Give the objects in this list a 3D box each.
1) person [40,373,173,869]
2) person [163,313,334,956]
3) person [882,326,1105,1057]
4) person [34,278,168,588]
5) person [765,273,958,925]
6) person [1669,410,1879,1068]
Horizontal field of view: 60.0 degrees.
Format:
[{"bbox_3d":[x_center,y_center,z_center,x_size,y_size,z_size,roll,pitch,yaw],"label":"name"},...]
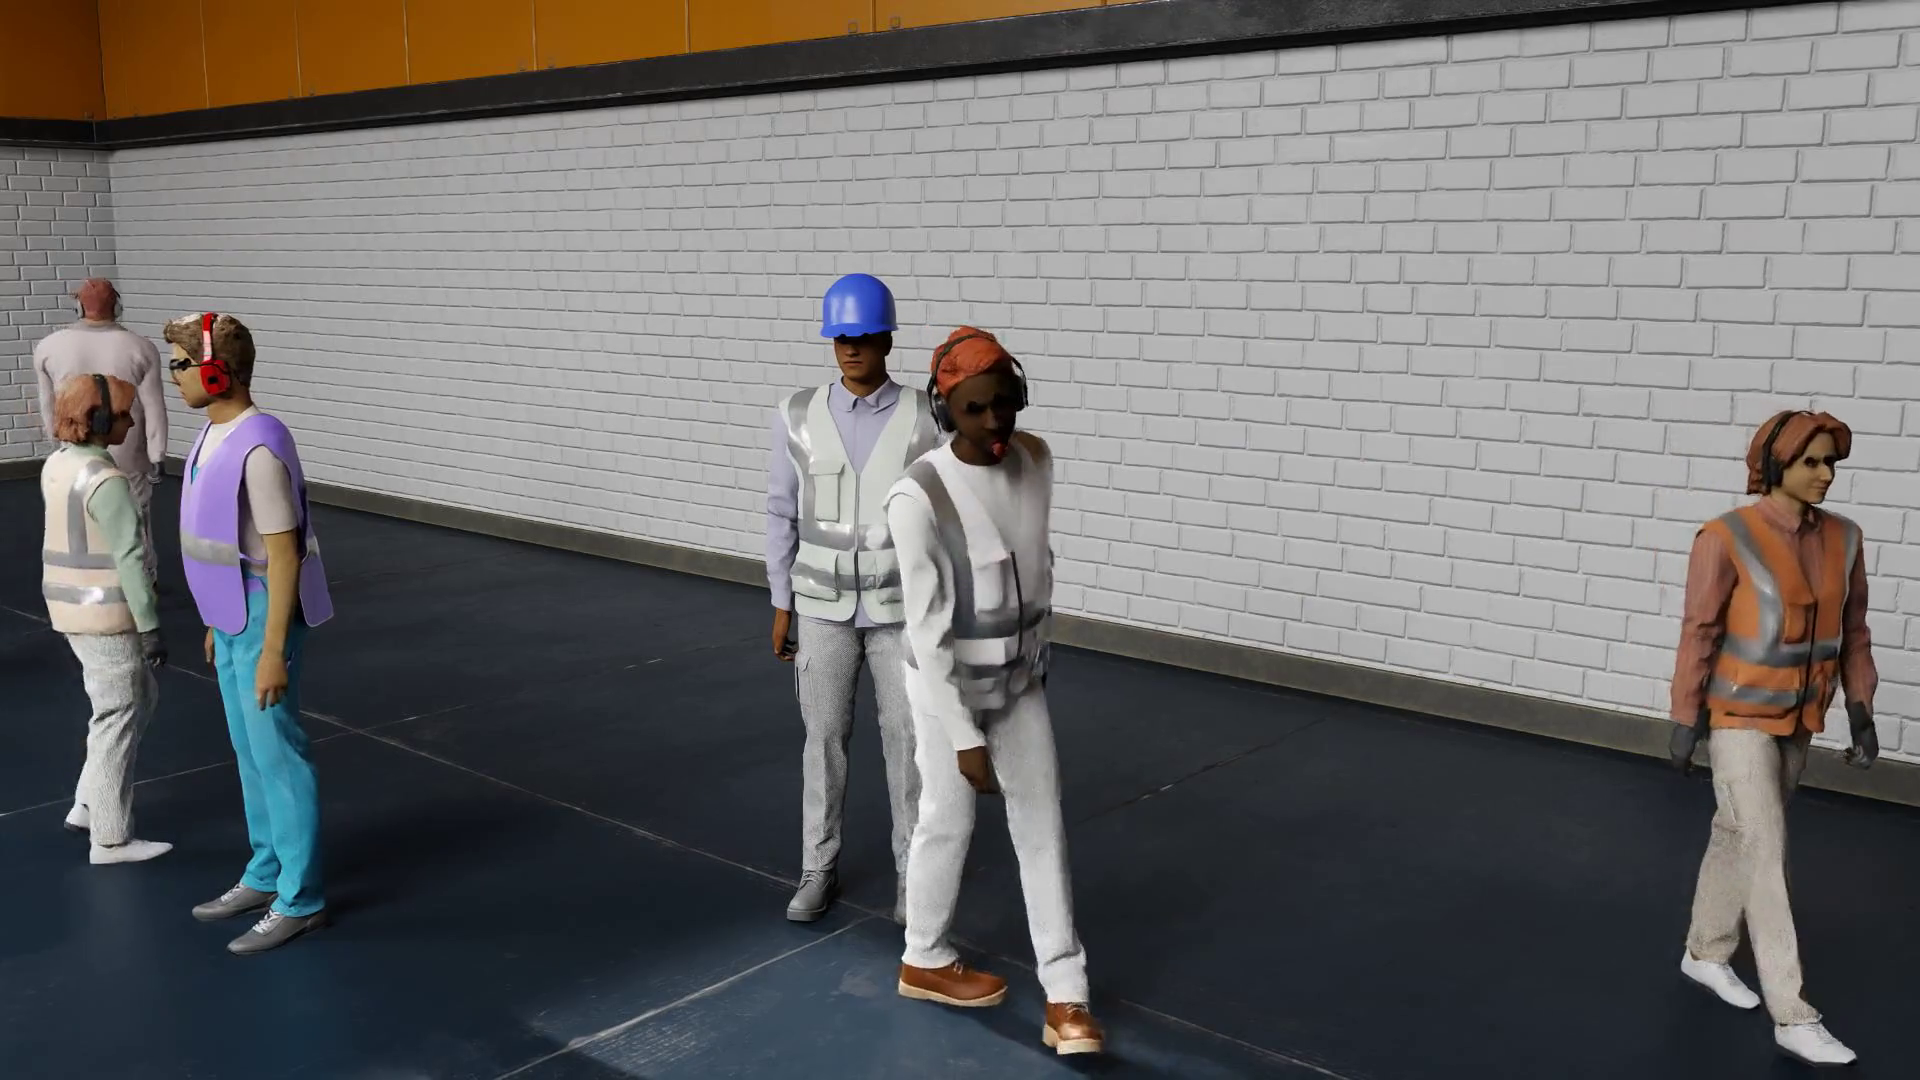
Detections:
[{"bbox_3d":[-2.765,0.271,5.415,0.368,1.626,0.529,-10,14,-43],"label":"person"},{"bbox_3d":[-2.044,0.267,4.833,0.396,1.840,0.564,-7,12,-36],"label":"person"},{"bbox_3d":[0.097,0.390,4.146,0.647,1.835,0.810,-8,13,-39],"label":"person"},{"bbox_3d":[-4.772,-0.526,9.327,0.647,1.849,0.976,-4,11,-20],"label":"person"},{"bbox_3d":[-0.284,0.186,4.984,0.605,1.948,0.391,1,10,5],"label":"person"},{"bbox_3d":[2.128,0.489,4.189,0.541,1.606,0.758,-4,11,-22],"label":"person"}]
